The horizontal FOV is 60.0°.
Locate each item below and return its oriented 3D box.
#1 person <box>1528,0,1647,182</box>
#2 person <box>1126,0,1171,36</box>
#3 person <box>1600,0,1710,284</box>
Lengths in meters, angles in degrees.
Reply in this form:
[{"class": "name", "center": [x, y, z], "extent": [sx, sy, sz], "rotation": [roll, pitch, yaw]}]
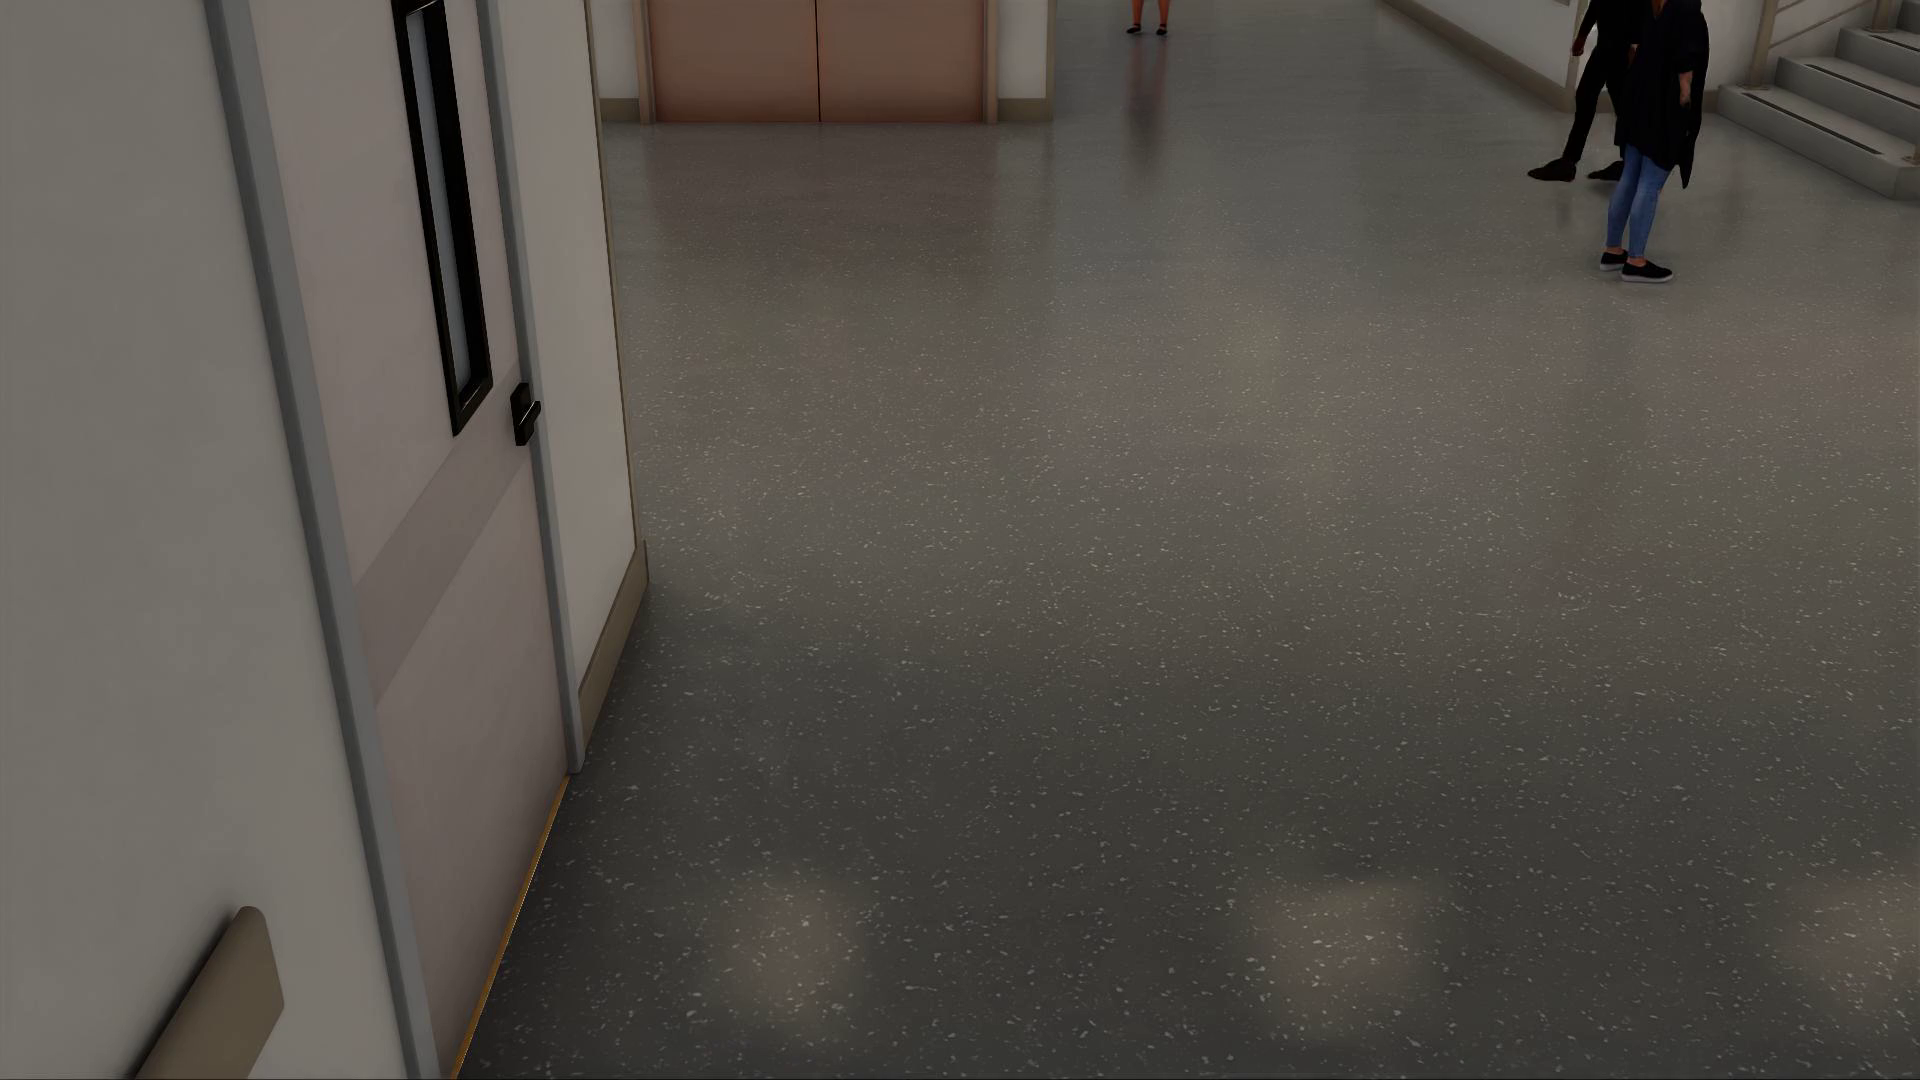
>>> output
[{"class": "person", "center": [4.020, -3.008, 9.906], "extent": [0.922, 1.781, 0.673], "rotation": [1, 26, 2]}, {"class": "person", "center": [1.746, -5.463, 15.118], "extent": [0.645, 1.675, 0.738], "rotation": [12, 28, 23]}, {"class": "person", "center": [3.431, -2.133, 8.194], "extent": [0.593, 1.692, 0.652], "rotation": [-3, 26, -6]}]
